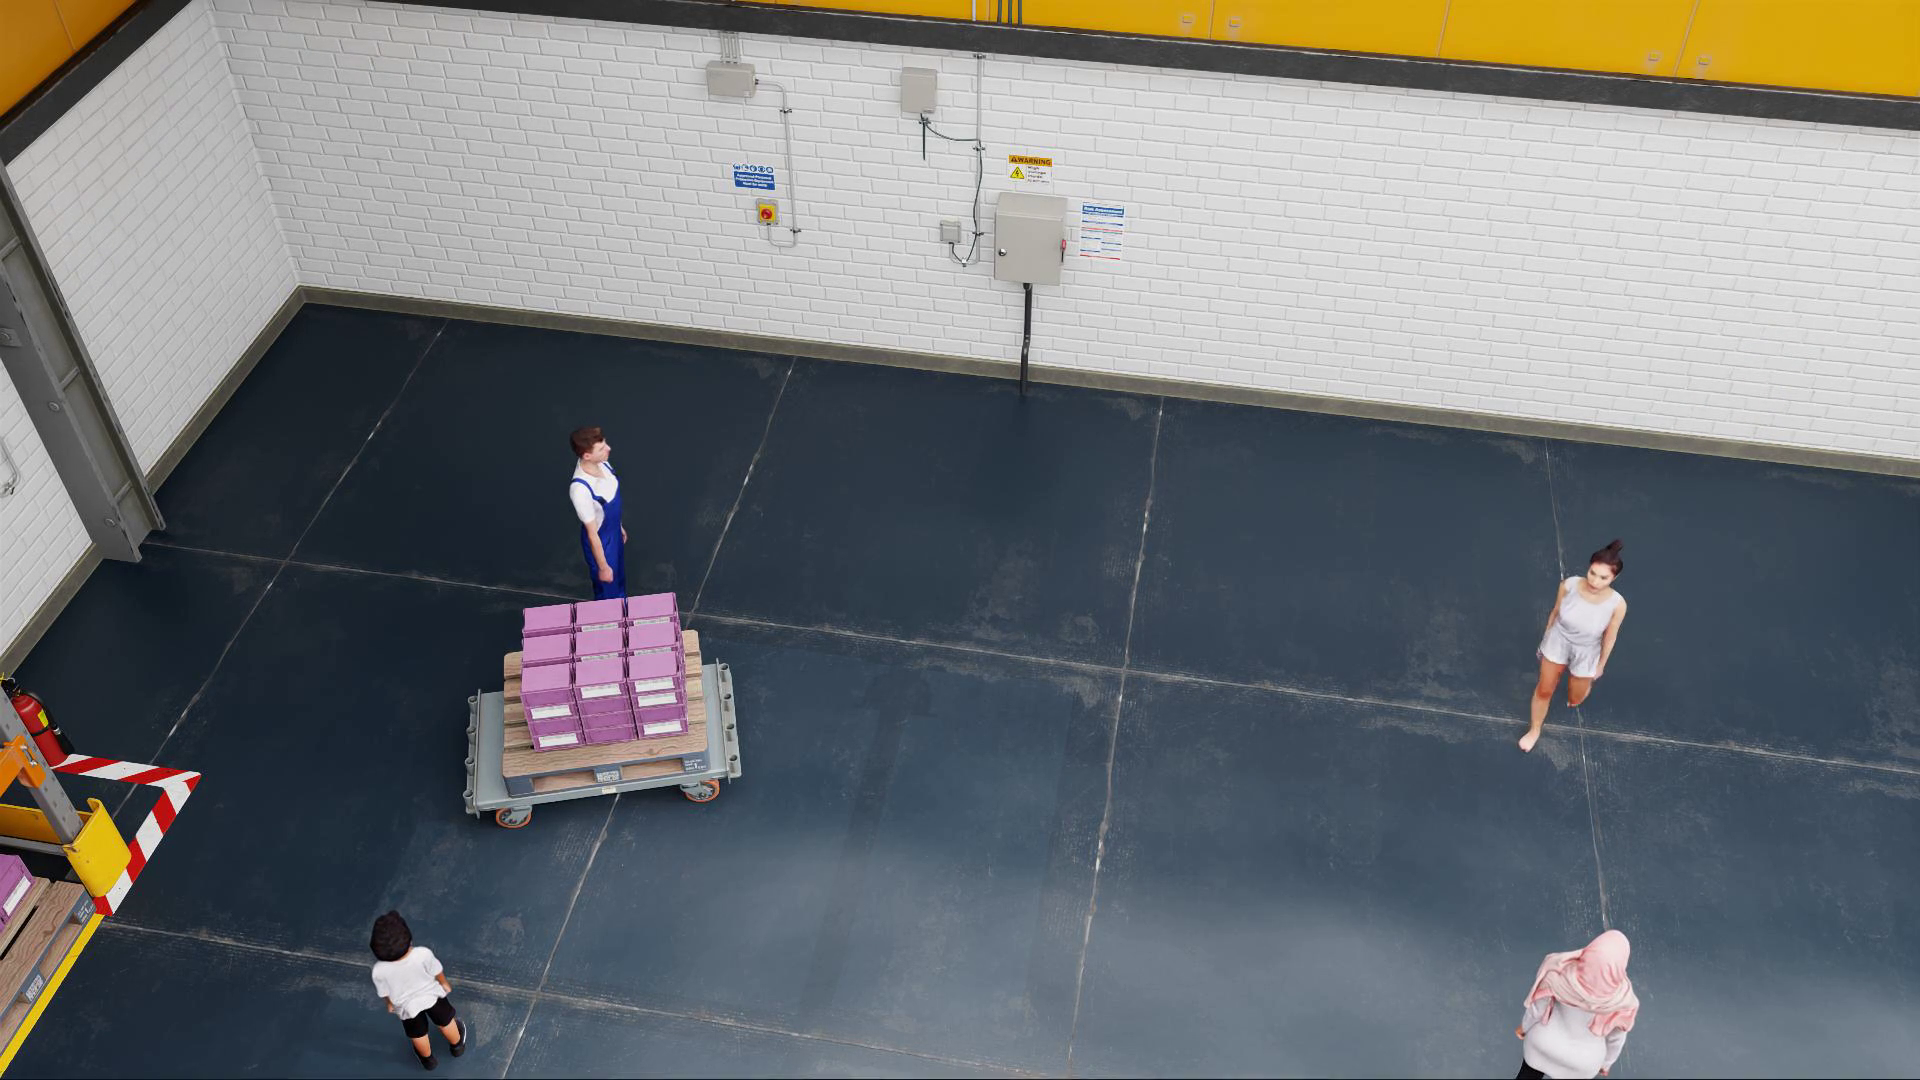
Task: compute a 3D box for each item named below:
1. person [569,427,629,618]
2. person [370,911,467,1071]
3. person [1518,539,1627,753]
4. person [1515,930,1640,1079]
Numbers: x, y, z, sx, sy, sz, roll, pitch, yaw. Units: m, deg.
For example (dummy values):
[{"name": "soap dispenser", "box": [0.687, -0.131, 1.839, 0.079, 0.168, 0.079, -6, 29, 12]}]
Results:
[{"name": "person", "box": [-2.287, -0.005, 10.684, 0.704, 1.850, 0.520, 4, 44, 4]}, {"name": "person", "box": [-2.827, 2.349, 8.639, 0.580, 1.262, 0.629, -19, 47, -19]}, {"name": "person", "box": [3.798, 0.623, 10.210, 0.787, 1.595, 0.928, 29, 51, 27]}, {"name": "person", "box": [2.968, 2.456, 8.134, 0.724, 1.804, 0.726, 24, 49, 23]}]
